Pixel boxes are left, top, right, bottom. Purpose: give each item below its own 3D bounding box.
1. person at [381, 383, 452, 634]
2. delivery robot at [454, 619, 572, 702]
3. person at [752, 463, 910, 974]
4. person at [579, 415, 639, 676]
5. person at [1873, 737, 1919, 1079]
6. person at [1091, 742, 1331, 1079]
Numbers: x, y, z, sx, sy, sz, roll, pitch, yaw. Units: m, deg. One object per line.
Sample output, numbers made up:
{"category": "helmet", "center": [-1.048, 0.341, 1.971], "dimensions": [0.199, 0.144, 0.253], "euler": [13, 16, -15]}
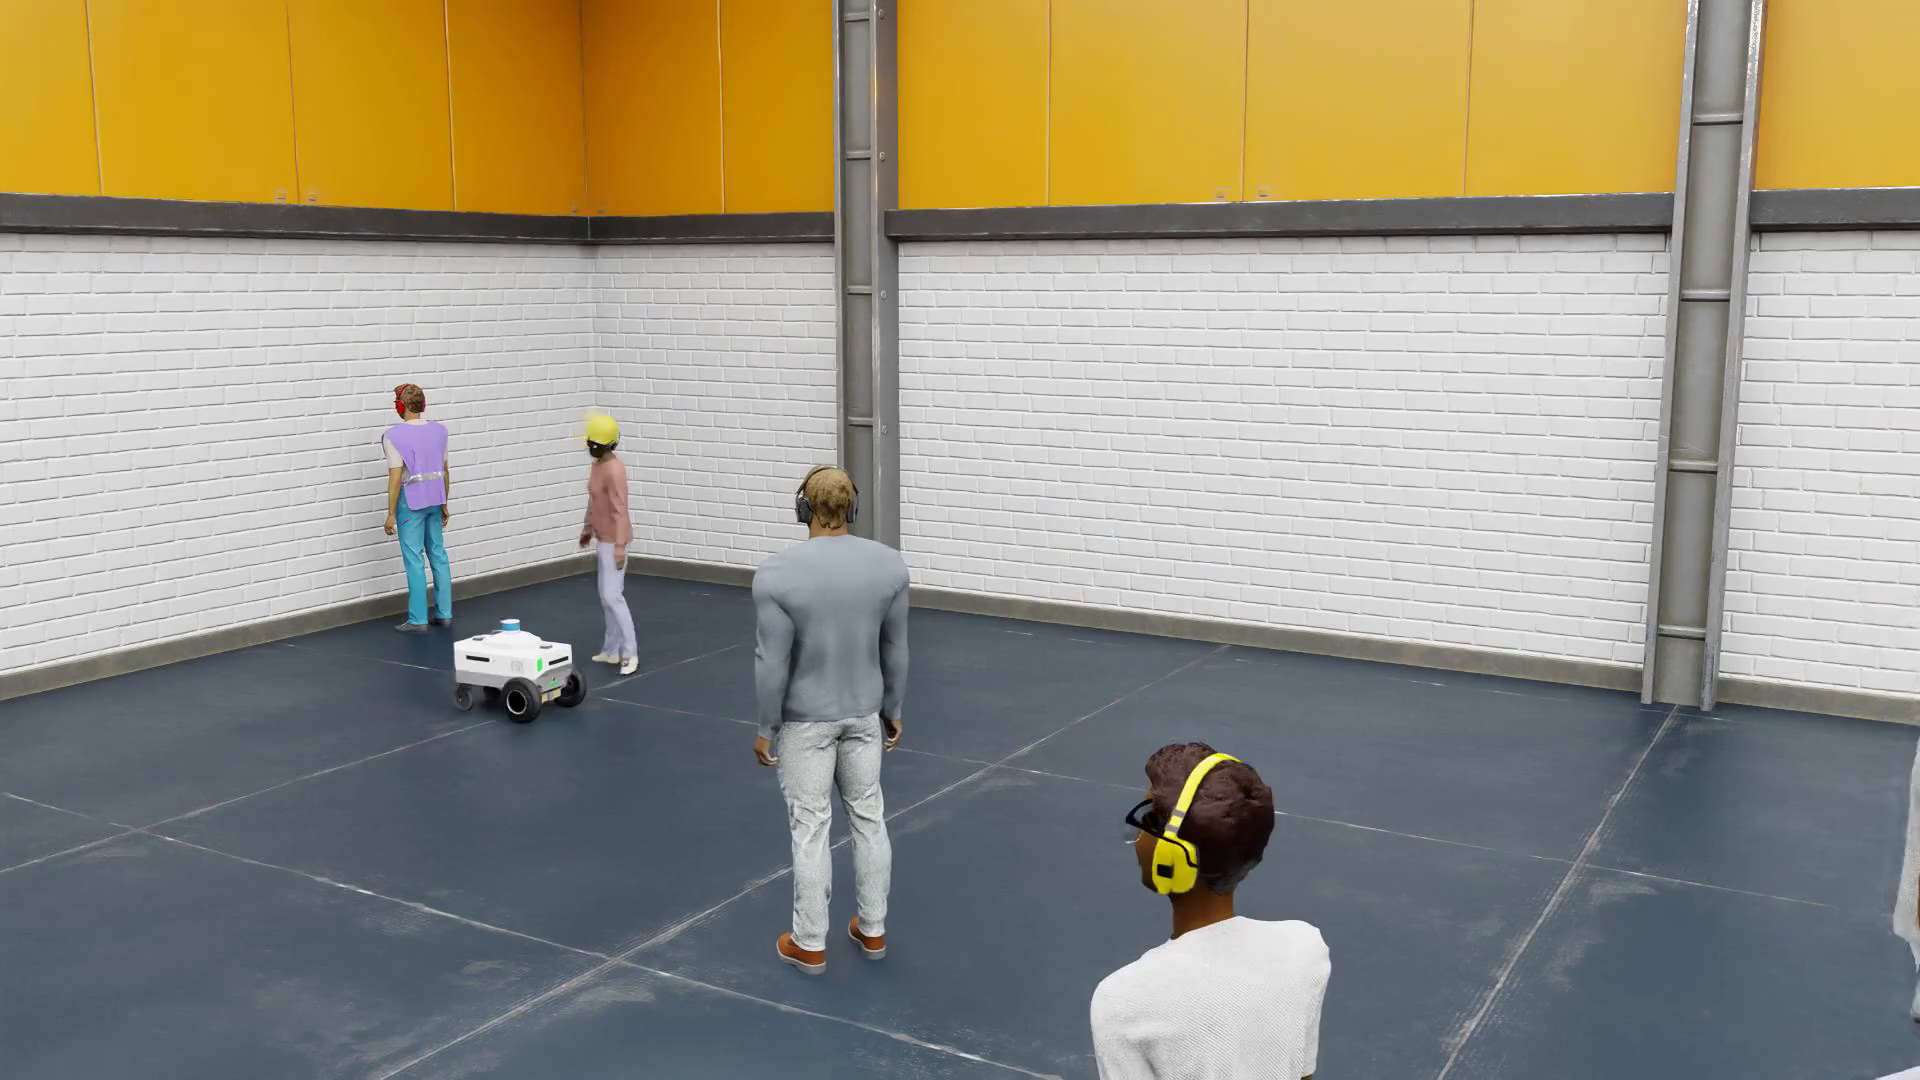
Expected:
{"category": "person", "center": [-3.980, -0.229, 12.259], "dimensions": [0.373, 1.843, 0.569], "euler": [5, 10, 30]}
{"category": "delivery robot", "center": [-2.701, 0.723, 10.037], "dimensions": [0.707, 0.478, 0.477], "euler": [4, 10, 26]}
{"category": "person", "center": [-0.491, 0.675, 6.326], "dimensions": [0.635, 1.938, 0.359], "euler": [-5, 10, -29]}
{"category": "person", "center": [-2.342, 0.022, 11.085], "dimensions": [0.310, 1.732, 0.622], "euler": [-3, 10, -19]}
{"category": "person", "center": [2.551, 1.040, 4.329], "dimensions": [0.525, 1.854, 0.632], "euler": [-7, 12, -39]}
{"category": "person", "center": [0.400, 1.259, 2.878], "dimensions": [0.526, 1.876, 0.324], "euler": [-6, 11, -35]}
